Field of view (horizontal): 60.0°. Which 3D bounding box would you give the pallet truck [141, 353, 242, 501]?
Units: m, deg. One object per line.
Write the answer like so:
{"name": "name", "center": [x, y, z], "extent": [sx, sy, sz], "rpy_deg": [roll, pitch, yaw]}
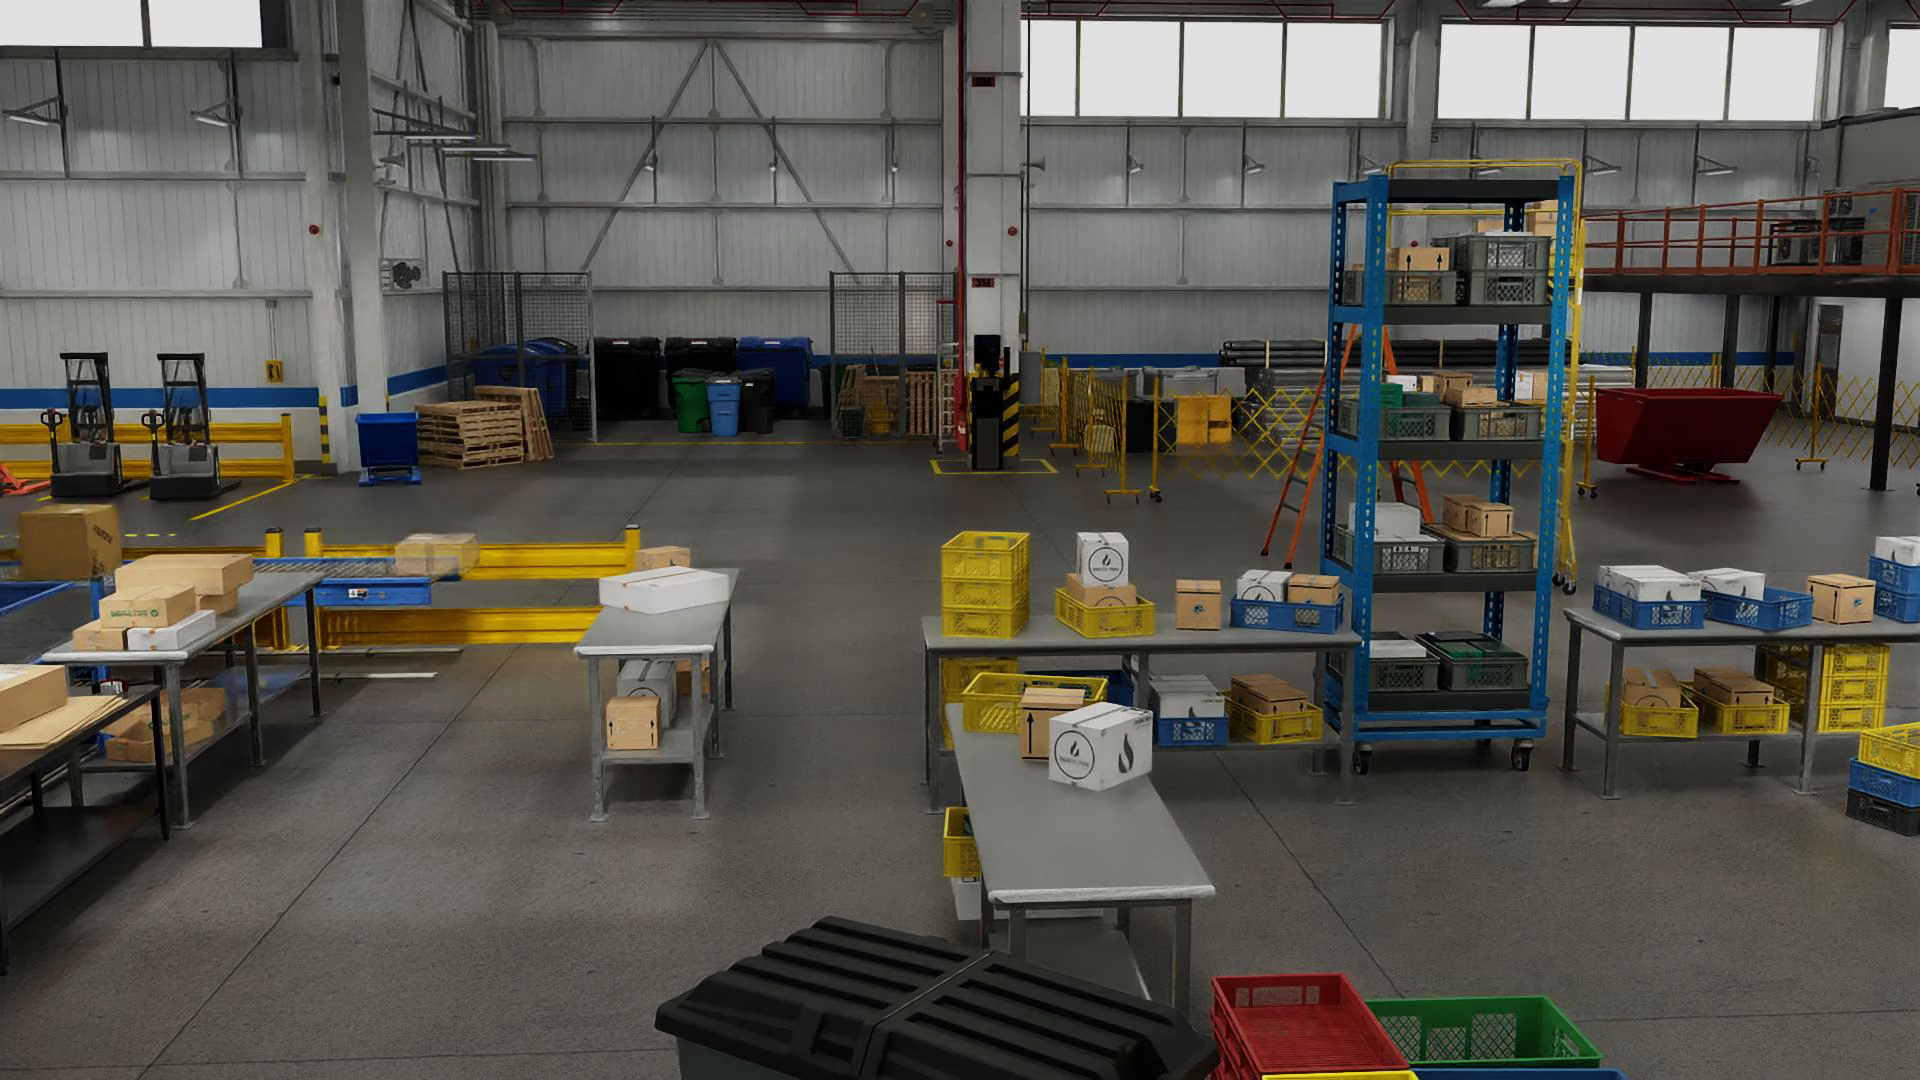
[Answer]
{"name": "pallet truck", "center": [-10.520, -1.604, 22.925], "extent": [0.823, 1.965, 1.885], "rpy_deg": [-1, 9, -6]}

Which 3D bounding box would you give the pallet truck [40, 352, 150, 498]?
{"name": "pallet truck", "center": [-11.907, -1.642, 23.165], "extent": [0.823, 1.965, 1.885], "rpy_deg": [0, 9, 0]}

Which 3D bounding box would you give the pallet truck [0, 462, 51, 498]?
{"name": "pallet truck", "center": [-13.193, -1.293, 23.148], "extent": [0.653, 1.274, 1.630], "rpy_deg": [-1, 9, -4]}
